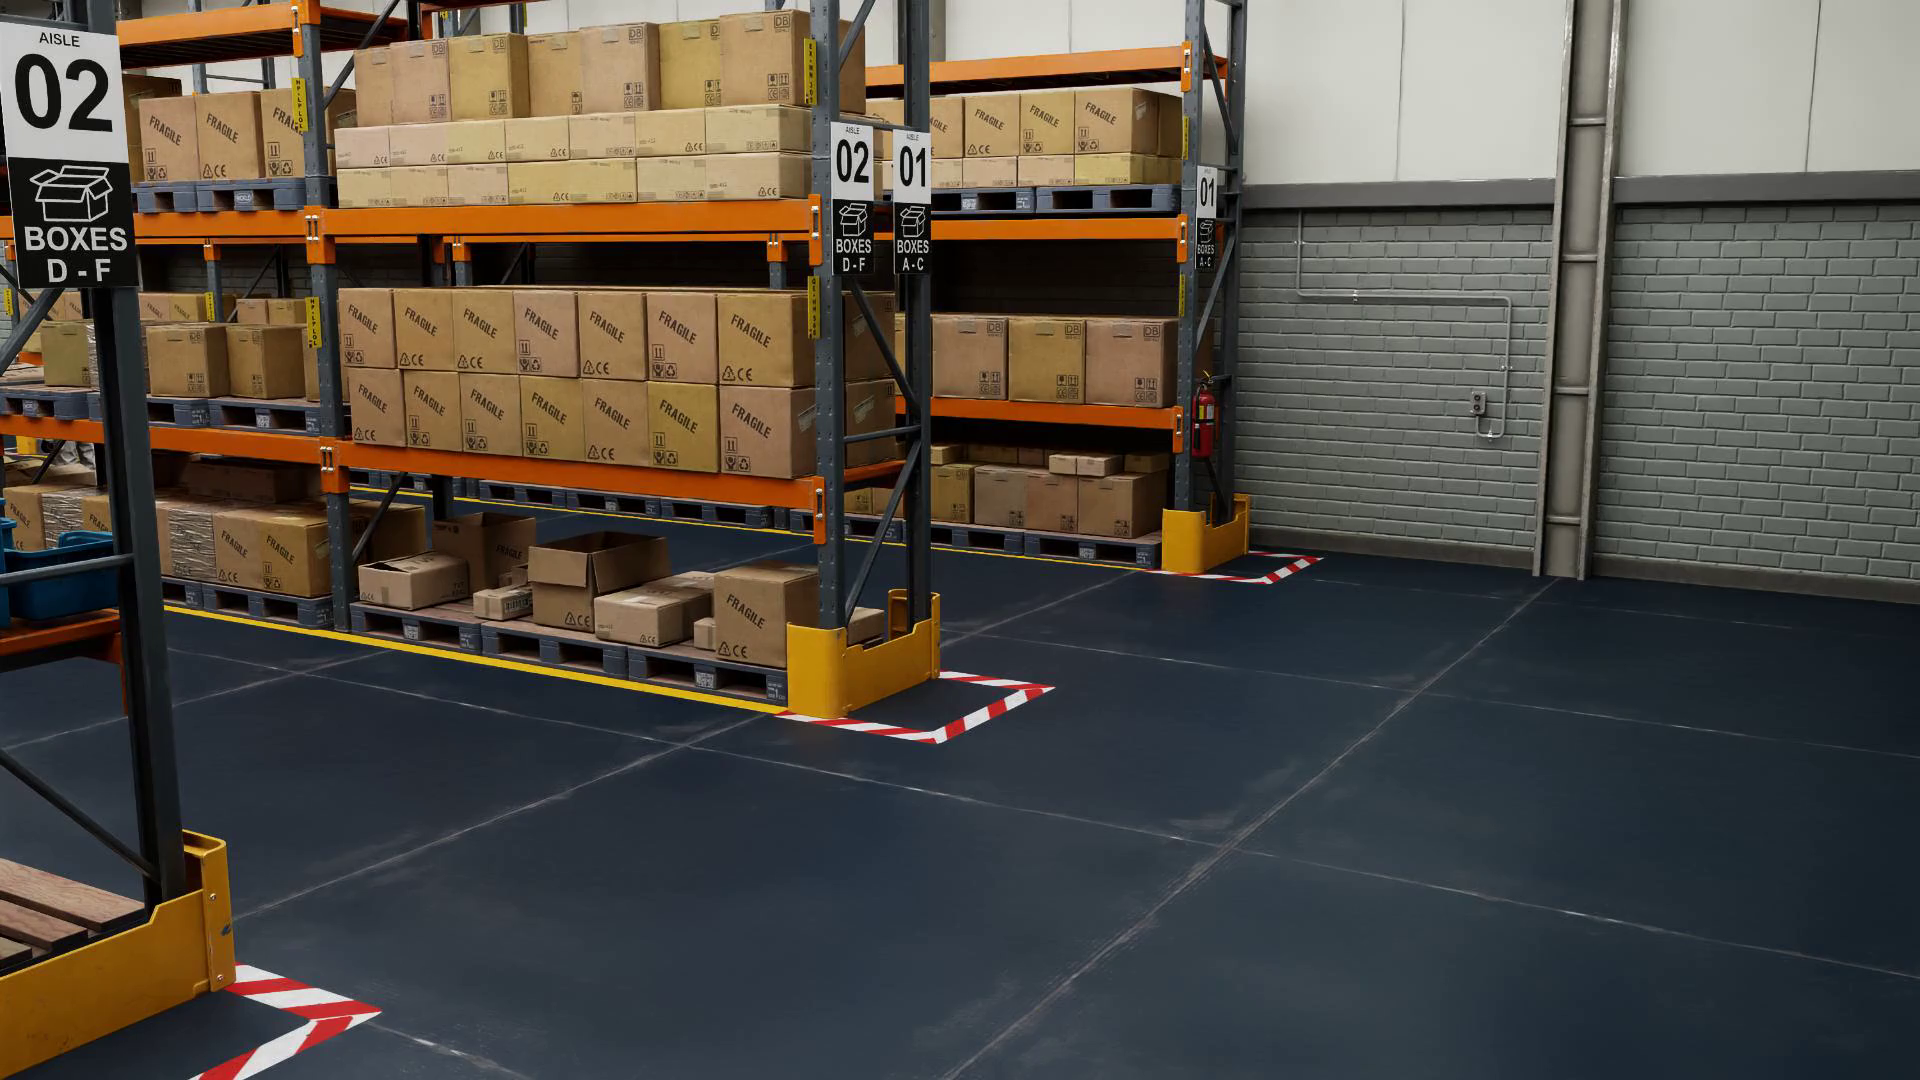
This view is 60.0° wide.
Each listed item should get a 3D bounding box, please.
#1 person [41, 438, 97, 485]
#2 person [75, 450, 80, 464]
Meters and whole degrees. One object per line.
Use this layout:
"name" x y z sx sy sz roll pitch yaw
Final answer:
"person" -8.074 -0.976 15.124 0.356 1.880 0.574 6 11 30
"person" -10.195 -1.519 19.054 0.280 1.624 0.494 -1 10 -3
